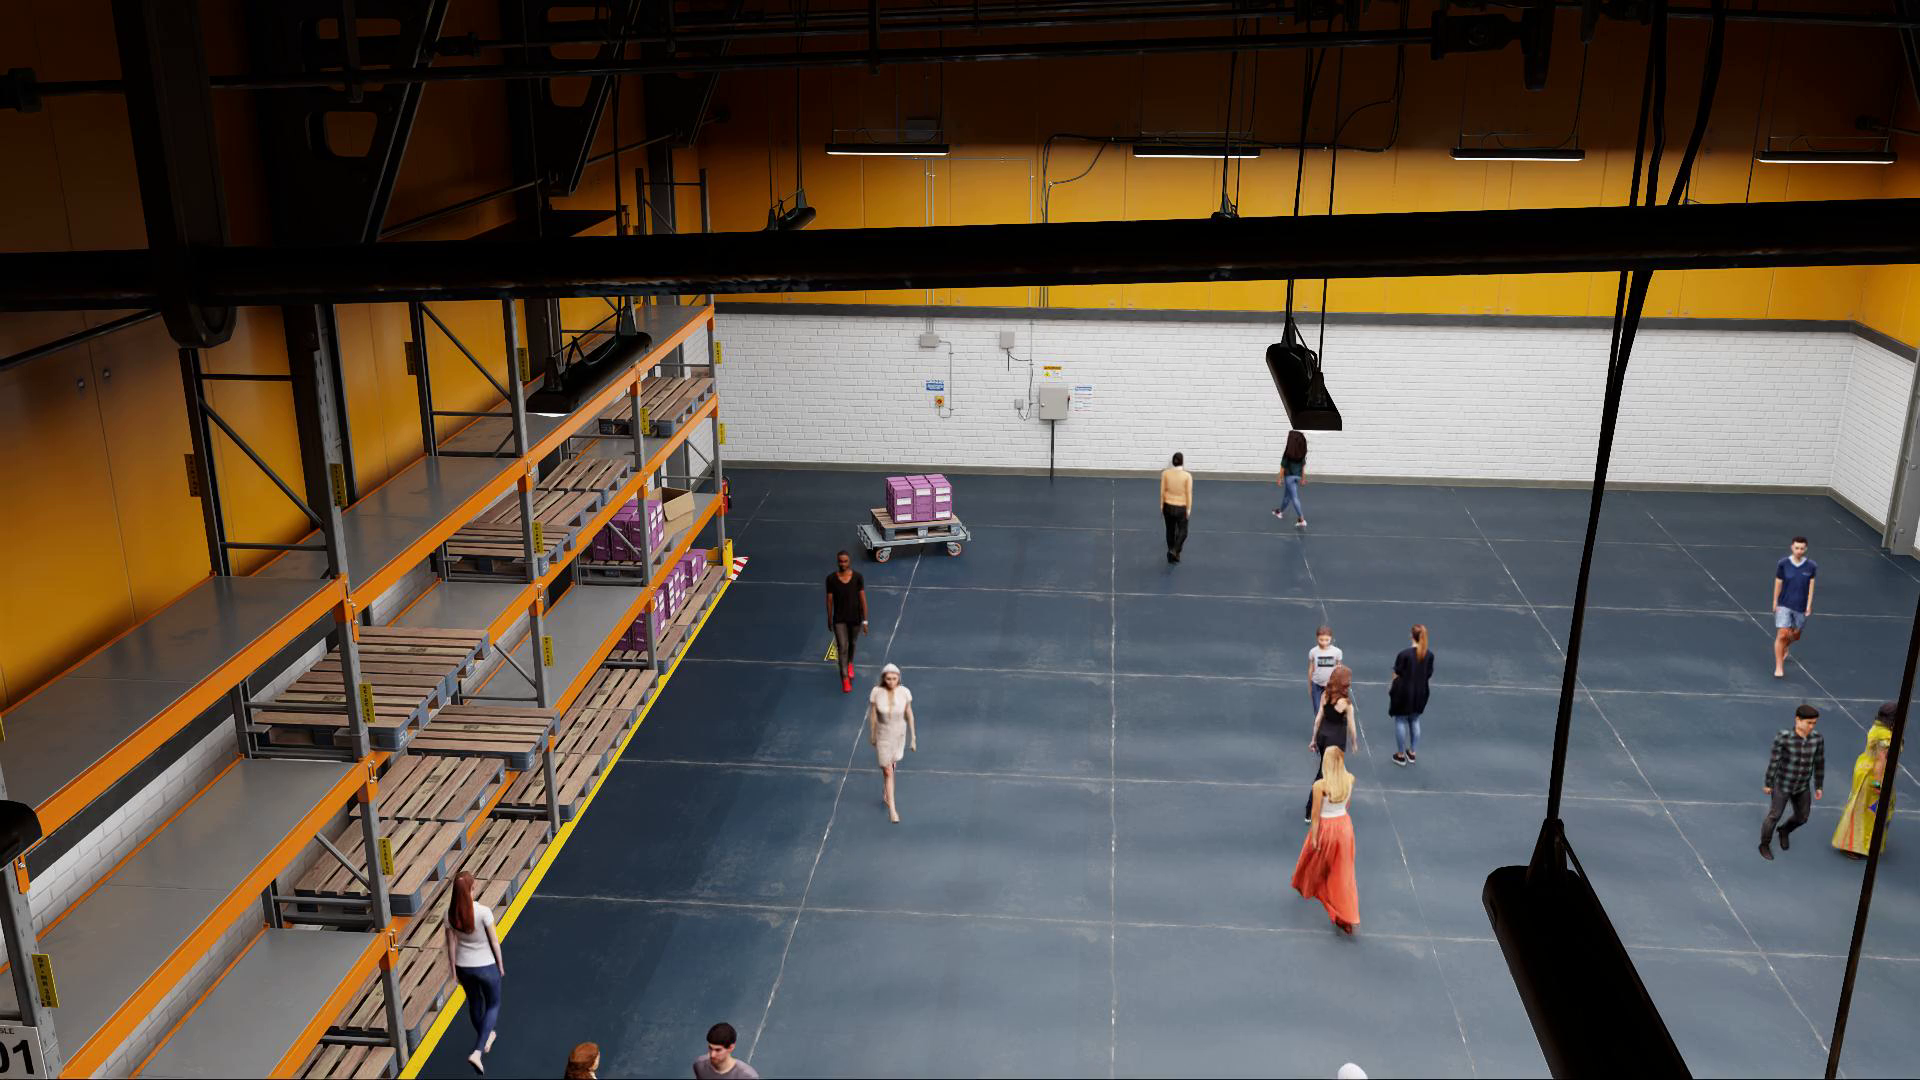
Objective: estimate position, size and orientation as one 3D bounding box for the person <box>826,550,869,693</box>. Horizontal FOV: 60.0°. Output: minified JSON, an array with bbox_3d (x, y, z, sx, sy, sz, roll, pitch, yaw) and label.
[{"bbox_3d":[-1.416,0.975,20.950,0.872,1.758,1.235,-4,19,-10],"label":"person"}]

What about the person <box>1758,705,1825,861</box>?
[{"bbox_3d":[8.440,2.429,16.865,0.679,1.693,0.696,3,19,10],"label":"person"}]

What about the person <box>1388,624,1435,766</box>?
[{"bbox_3d":[5.085,1.750,18.772,0.703,1.680,0.669,-3,19,-9],"label":"person"}]

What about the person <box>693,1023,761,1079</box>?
[{"bbox_3d":[-1.547,4.117,11.551,0.918,1.803,1.251,7,20,20],"label":"person"}]

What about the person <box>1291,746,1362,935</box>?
[{"bbox_3d":[3.525,2.812,15.516,0.934,1.746,1.346,-5,19,-15],"label":"person"}]

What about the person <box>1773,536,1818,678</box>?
[{"bbox_3d":[10.684,0.811,21.338,0.822,1.823,1.144,7,20,21],"label":"person"}]

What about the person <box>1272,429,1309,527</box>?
[{"bbox_3d":[5.448,-0.975,27.036,0.989,1.570,1.185,-9,21,-26],"label":"person"}]

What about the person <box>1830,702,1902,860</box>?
[{"bbox_3d":[9.255,2.415,16.876,1.059,1.631,0.880,17,25,41],"label":"person"}]

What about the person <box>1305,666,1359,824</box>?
[{"bbox_3d":[3.825,2.179,17.450,0.992,1.711,0.951,-14,23,-37],"label":"person"}]

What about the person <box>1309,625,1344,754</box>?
[{"bbox_3d":[4.219,1.671,19.225,0.653,1.541,0.855,3,19,10],"label":"person"}]

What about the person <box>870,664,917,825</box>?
[{"bbox_3d":[-0.749,2.106,17.705,0.836,1.687,1.208,-3,19,-10],"label":"person"}]

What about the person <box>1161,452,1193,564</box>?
[{"bbox_3d":[3.243,-0.457,25.230,0.803,1.741,0.927,8,20,22],"label":"person"}]

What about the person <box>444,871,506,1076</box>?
[{"bbox_3d":[-3.933,3.514,13.466,0.594,1.724,0.960,0,19,1],"label":"person"}]
